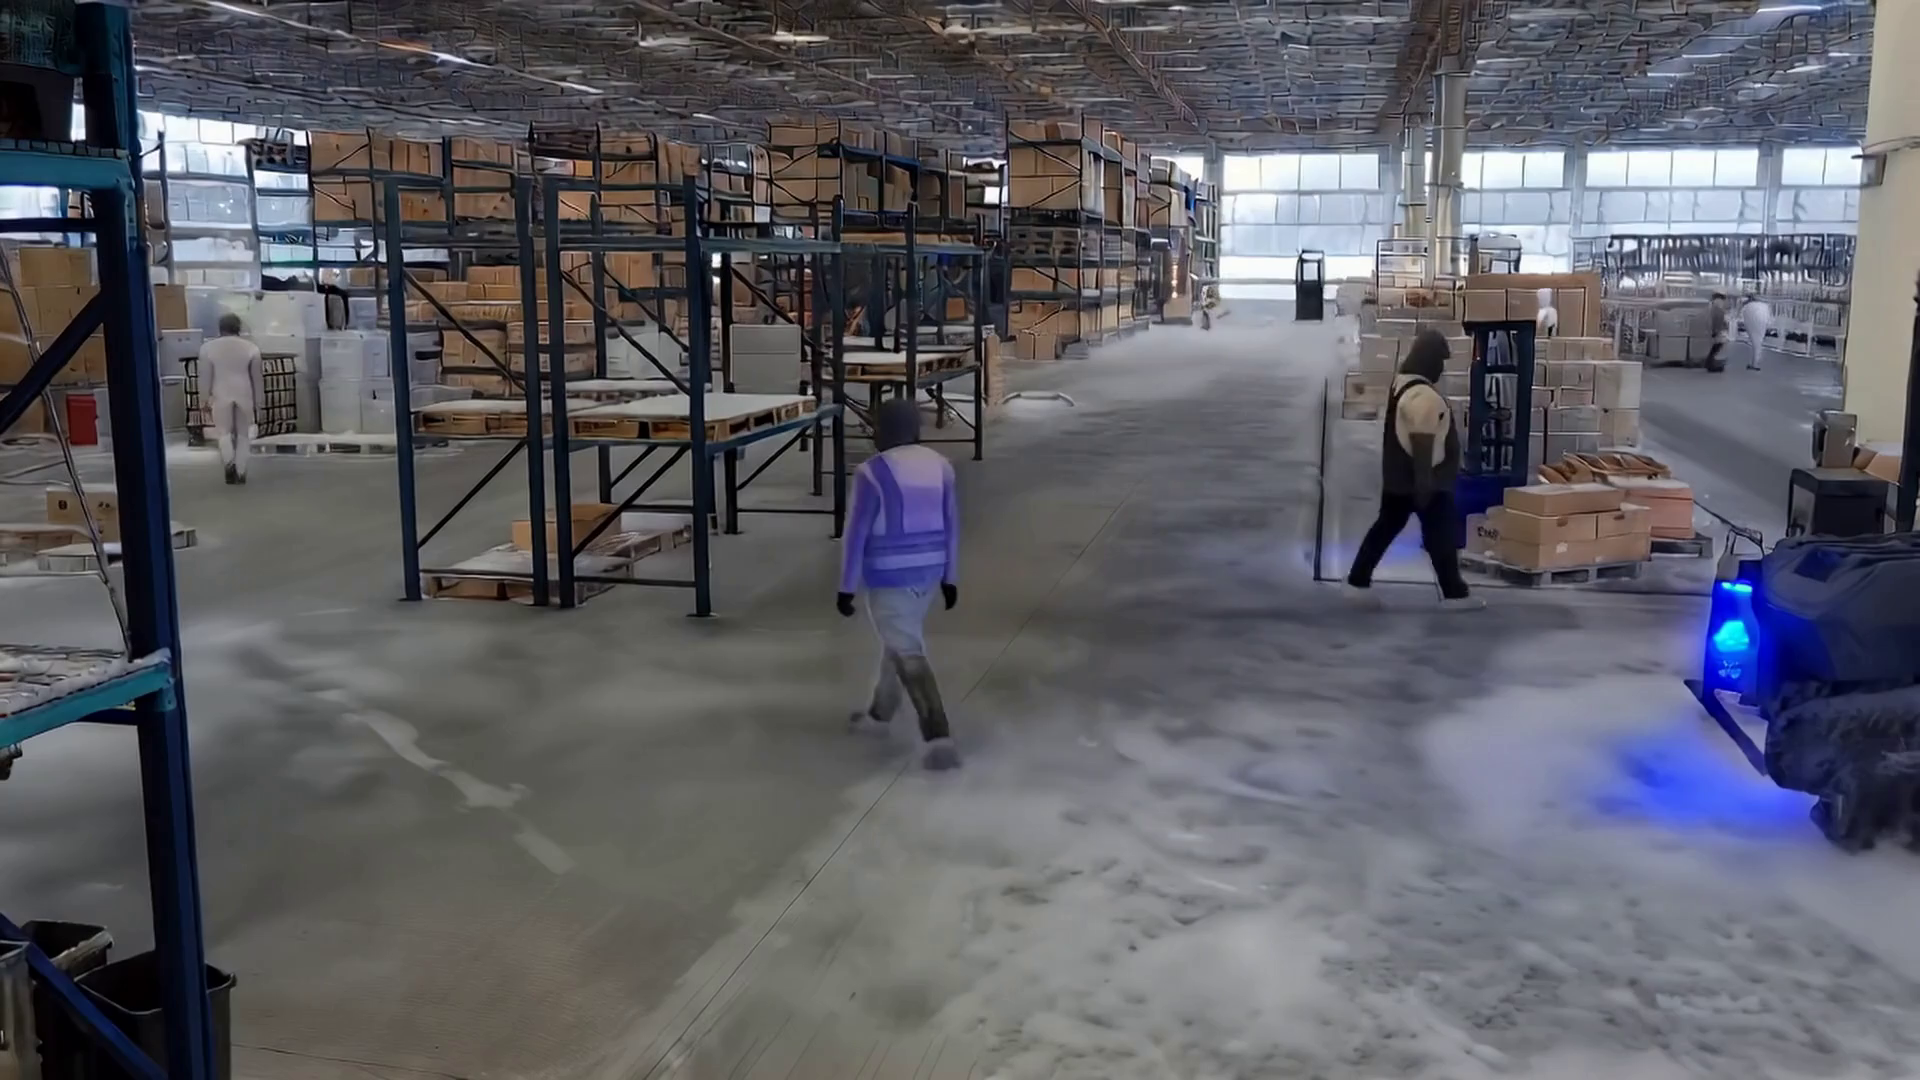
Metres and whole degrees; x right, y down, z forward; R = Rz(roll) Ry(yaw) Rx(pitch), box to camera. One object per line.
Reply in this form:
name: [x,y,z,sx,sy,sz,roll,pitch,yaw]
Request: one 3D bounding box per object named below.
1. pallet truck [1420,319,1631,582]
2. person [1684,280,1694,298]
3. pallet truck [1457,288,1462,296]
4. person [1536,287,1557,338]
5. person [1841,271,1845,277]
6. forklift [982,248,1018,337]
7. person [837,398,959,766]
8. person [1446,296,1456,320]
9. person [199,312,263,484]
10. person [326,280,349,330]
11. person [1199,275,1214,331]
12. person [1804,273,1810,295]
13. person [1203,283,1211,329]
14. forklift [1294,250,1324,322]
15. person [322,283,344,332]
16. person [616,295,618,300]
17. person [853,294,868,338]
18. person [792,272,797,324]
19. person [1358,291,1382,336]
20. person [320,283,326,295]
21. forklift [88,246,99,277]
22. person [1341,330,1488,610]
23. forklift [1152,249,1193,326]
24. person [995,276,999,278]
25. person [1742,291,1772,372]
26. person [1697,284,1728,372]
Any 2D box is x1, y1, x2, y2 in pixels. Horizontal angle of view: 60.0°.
pallet truck: [4.543,-0.757,13.299,0.823,1.965,1.885,-4,10,-22]
person: [31.023,-10.301,70.614,0.892,1.726,0.537,3,10,15]
pallet truck: [20.506,-9.785,68.819,0.653,1.274,1.630,2,10,12]
person: [10.905,-3.734,31.063,0.510,1.947,0.608,-1,10,-7]
person: [42.832,-12.102,80.613,0.694,1.951,0.634,5,11,28]
forklift: [1.363,-7.757,52.142,1.129,2.768,1.873,2,10,12]
person: [-0.280,0.194,8.291,0.641,1.798,0.976,-8,13,-41]
person: [11.481,-4.950,39.273,0.670,1.616,0.515,3,10,19]
person: [-7.938,-1.533,18.157,0.643,1.908,0.742,-5,11,-28]
person: [-16.202,-5.756,43.067,0.656,1.941,0.790,-7,12,-37]
person: [8.440,-8.174,57.449,0.679,1.915,0.581,9,13,43]
person: [40.992,-11.986,80.345,0.897,1.808,0.578,4,10,21]
person: [8.781,-8.327,59.200,0.280,1.634,0.507,0,10,2]
forklift: [13.778,-10.002,65.433,1.129,2.768,1.873,2,10,12]
person: [-14.577,-4.971,38.463,0.631,1.931,0.367,-7,12,-35]
person: [-8.506,-5.256,41.022,0.525,1.631,0.317,1,10,4]
person: [-2.253,-4.738,37.761,0.322,1.697,0.532,1,10,3]
person: [-6.182,-9.302,63.791,0.443,2.029,0.637,5,11,27]
person: [9.539,-4.877,38.469,0.555,1.723,0.866,8,12,38]
person: [-15.558,-5.301,40.566,0.659,1.908,0.544,-2,10,-10]
forklift: [-22.916,-6.455,44.428,1.873,2.768,1.129,-3,10,-17]
person: [3.198,-0.512,11.719,1.010,2.000,0.683,-1,10,-8]
forklift: [7.646,-9.320,61.395,1.873,2.768,1.129,2,10,11]
person: [2.035,-14.209,93.637,0.605,1.760,0.968,0,10,-1]
person: [17.628,-4.607,36.817,0.606,1.765,0.845,7,12,37]
person: [16.539,-4.626,36.424,0.454,1.924,0.574,4,11,24]
